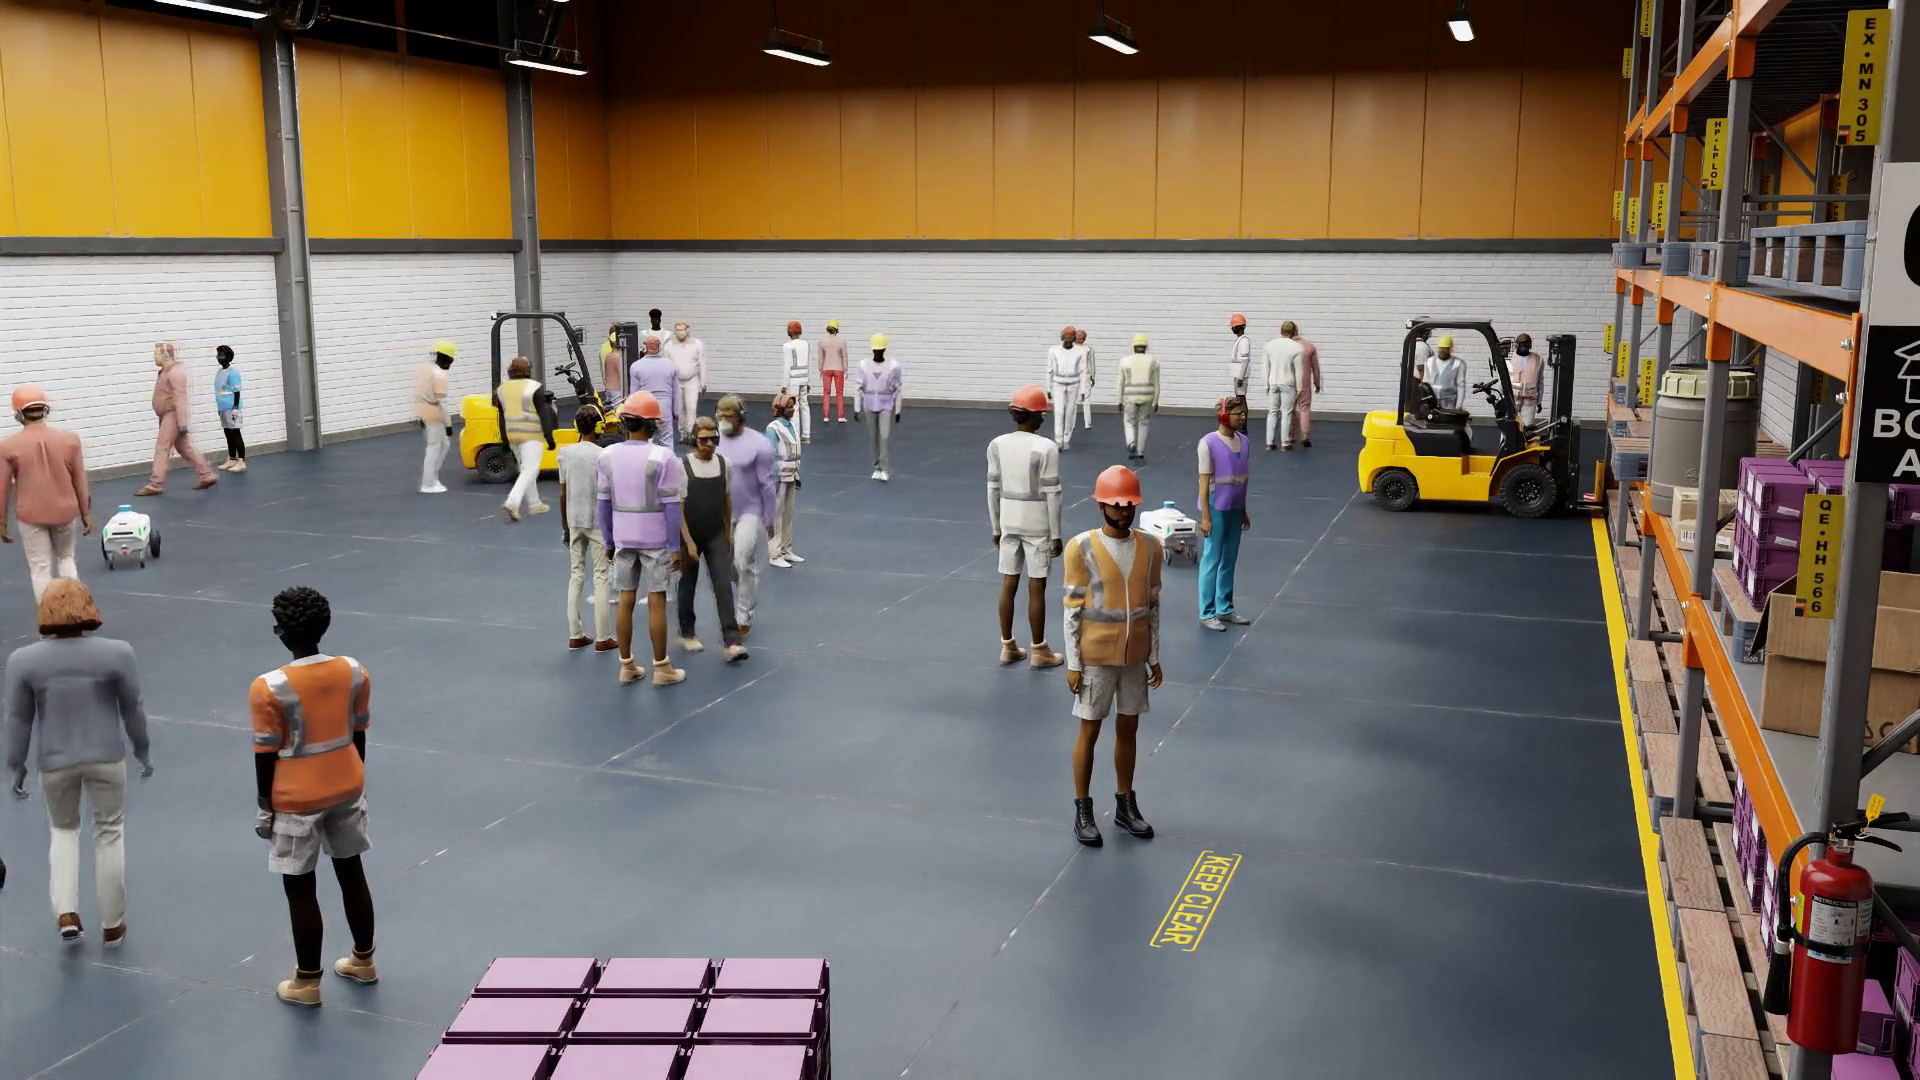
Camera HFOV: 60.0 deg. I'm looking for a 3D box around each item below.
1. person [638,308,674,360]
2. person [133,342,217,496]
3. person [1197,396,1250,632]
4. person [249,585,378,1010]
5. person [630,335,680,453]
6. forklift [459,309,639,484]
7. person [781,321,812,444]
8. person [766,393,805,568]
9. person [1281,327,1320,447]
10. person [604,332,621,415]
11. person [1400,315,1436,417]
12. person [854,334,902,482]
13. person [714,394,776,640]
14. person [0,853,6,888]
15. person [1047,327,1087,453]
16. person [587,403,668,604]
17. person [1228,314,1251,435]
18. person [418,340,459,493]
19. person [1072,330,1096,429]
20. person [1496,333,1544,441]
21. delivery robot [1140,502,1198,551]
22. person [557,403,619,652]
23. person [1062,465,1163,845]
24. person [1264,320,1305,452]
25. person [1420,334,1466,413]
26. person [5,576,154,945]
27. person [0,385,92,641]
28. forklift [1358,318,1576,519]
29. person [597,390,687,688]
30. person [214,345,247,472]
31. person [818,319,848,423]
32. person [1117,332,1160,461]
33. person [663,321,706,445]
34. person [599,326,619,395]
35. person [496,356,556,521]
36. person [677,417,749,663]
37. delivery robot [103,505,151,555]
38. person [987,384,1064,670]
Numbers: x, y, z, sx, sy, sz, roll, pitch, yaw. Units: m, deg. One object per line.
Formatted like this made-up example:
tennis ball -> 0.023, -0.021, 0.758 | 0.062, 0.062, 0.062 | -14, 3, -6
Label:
person -> -5.146, -2.942, 28.215 | 0.603, 1.959, 0.375 | -1, 10, -7
person -> -9.635, -1.491, 20.339 | 0.963, 1.863, 0.658 | -6, 12, -30
person -> 2.082, -0.217, 13.184 | 0.383, 1.847, 0.570 | 10, 14, 44
person -> -2.581, 1.020, 6.668 | 0.321, 1.689, 0.530 | 6, 12, 30
person -> -3.845, -1.623, 20.962 | 0.639, 1.900, 0.401 | -5, 11, -25
forklift -> -5.354, -1.902, 21.697 | 2.313, 2.155, 1.214 | -2, 10, -13
person -> -2.484, -2.382, 25.276 | 0.340, 1.881, 0.585 | 8, 13, 38
person -> -1.665, -0.569, 15.746 | 0.311, 1.642, 0.514 | 4, 11, 19
person -> 5.119, -2.349, 25.210 | 0.738, 1.846, 0.977 | 0, 10, 2
person -> -5.055, -2.192, 24.553 | 0.329, 1.763, 0.523 | -8, 13, -38
person -> 6.562, -2.177, 23.682 | 0.535, 2.000, 0.688 | -1, 10, -8
person -> -1.066, -1.681, 21.313 | 0.598, 1.889, 0.898 | 1, 10, 7
person -> -1.703, -0.206, 12.935 | 0.665, 1.910, 0.673 | 3, 10, 15
person -> -3.648, 1.080, 5.733 | 0.613, 1.895, 0.483 | -5, 11, -24
person -> 1.564, -2.201, 24.373 | 0.586, 1.828, 0.966 | 0, 10, 3
person -> -2.804, -0.280, 13.926 | 0.766, 1.716, 0.491 | -7, 12, -35
person -> 4.459, -2.644, 26.625 | 0.374, 1.928, 0.542 | 0, 10, 2
person -> -6.362, -1.489, 20.270 | 0.551, 1.871, 0.649 | -6, 12, -30
person -> 1.972, -2.640, 27.424 | 0.523, 1.636, 0.311 | 0, 10, 2
person -> 7.590, -1.877, 22.554 | 0.633, 1.841, 0.429 | 1, 10, 6
delivery robot -> 2.013, -0.127, 16.052 | 0.477, 0.478, 0.707 | -3, 11, -17
person -> -2.768, -0.089, 12.447 | 0.502, 1.861, 0.328 | 3, 10, 14
person -> 0.790, 0.580, 8.446 | 0.546, 1.938, 0.361 | -4, 11, -22
person -> 4.763, -2.258, 24.466 | 0.652, 1.929, 0.393 | 8, 13, 36
person -> 6.540, -1.884, 22.648 | 0.620, 1.814, 0.610 | 6, 12, 31
person -> -3.798, 0.963, 7.191 | 0.538, 1.617, 0.336 | -3, 11, -19
person -> -6.992, -0.193, 12.685 | 0.644, 1.971, 0.459 | -9, 14, -42
forklift -> 5.787, -1.437, 19.079 | 2.313, 2.155, 1.214 | 3, 11, 19
person -> -2.176, -0.004, 11.433 | 0.610, 2.042, 0.396 | 4, 11, 19
person -> -9.812, -1.764, 22.309 | 0.541, 1.700, 0.315 | 9, 14, 42
person -> -2.161, -2.880, 28.413 | 0.530, 1.768, 0.312 | 1, 10, 8
person -> 2.495, -1.980, 23.193 | 0.600, 1.815, 0.523 | 0, 10, 2
person -> -4.215, -2.366, 25.207 | 0.665, 1.874, 0.838 | 1, 10, 4
person -> -5.137, -2.323, 25.064 | 0.636, 1.842, 0.429 | 9, 13, 40
person -> -4.849, -1.131, 18.435 | 0.626, 1.815, 0.869 | 5, 11, 28
person -> -1.853, -0.006, 12.154 | 0.505, 1.789, 0.947 | -6, 12, -29
delivery robot -> -7.934, -0.089, 15.843 | 0.477, 0.478, 0.707 | -4, 11, -20
person -> 0.484, -0.095, 11.942 | 0.605, 2.045, 0.383 | 8, 13, 37
